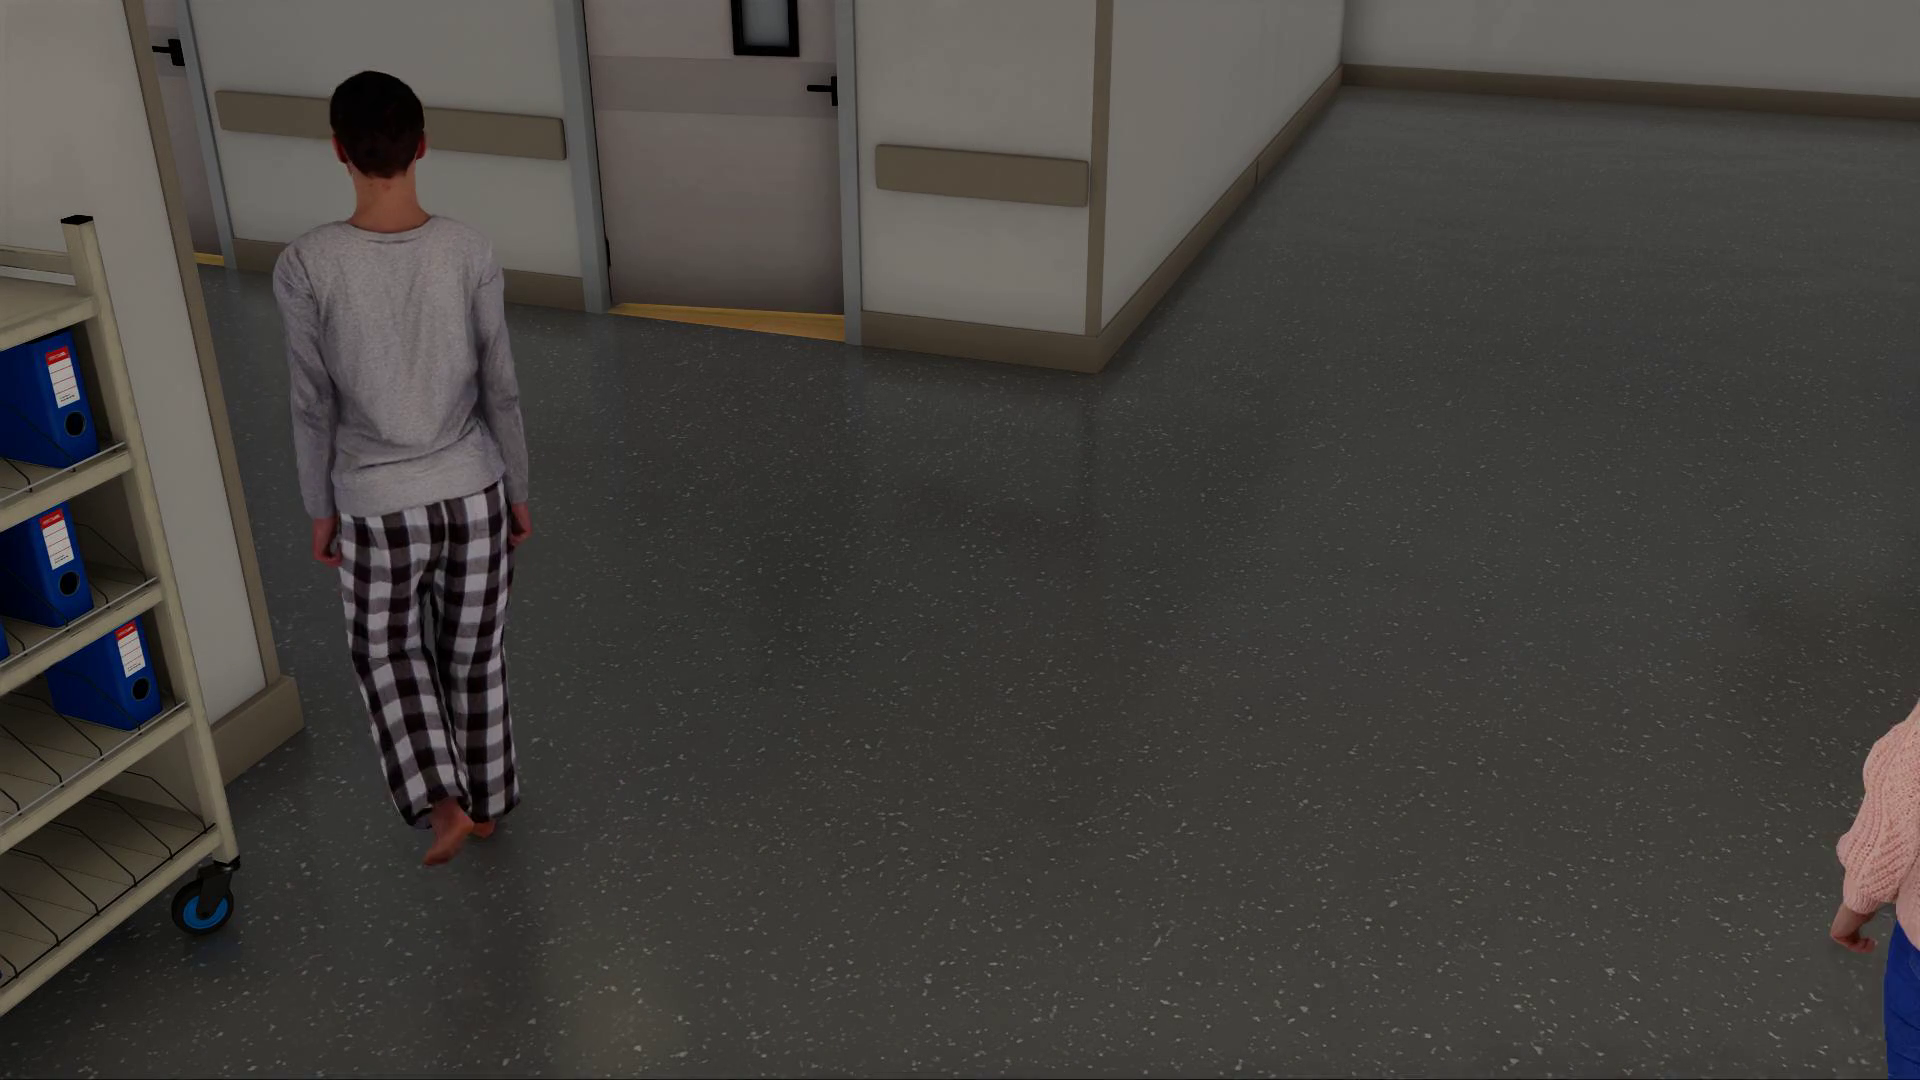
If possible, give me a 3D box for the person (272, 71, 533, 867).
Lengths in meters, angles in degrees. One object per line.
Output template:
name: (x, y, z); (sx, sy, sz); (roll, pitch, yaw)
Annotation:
person: (-1.168, -0.057, 3.635); (0.893, 1.832, 0.957); (-10, 28, -20)
